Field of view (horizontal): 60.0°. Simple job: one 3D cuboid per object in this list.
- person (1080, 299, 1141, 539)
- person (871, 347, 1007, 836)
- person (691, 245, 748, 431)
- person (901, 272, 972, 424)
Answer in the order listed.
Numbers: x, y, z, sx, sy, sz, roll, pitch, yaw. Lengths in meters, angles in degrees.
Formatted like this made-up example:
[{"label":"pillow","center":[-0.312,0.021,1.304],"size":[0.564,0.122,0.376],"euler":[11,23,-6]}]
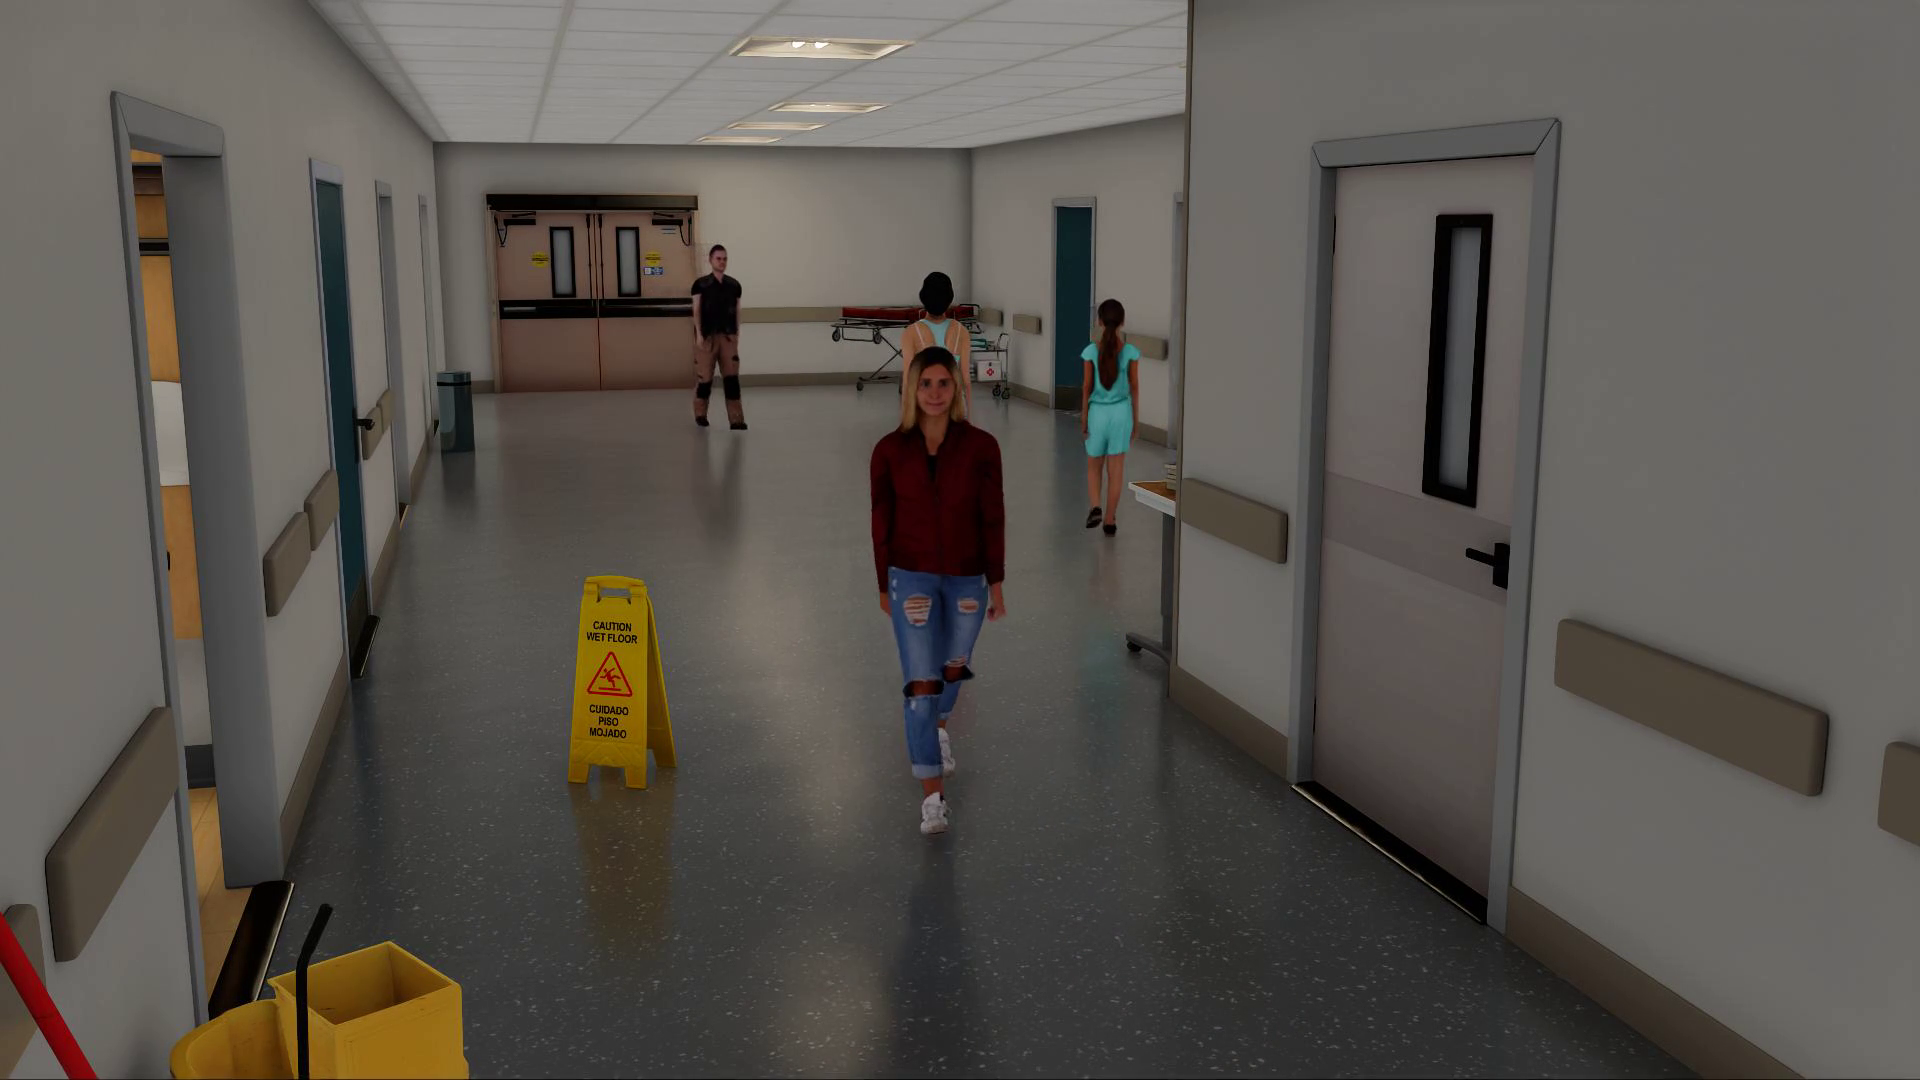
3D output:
[{"label":"person","center":[0.976,-0.779,10.817],"size":[0.647,1.551,0.696],"euler":[2,11,9]},{"label":"person","center":[-0.077,0.153,5.790],"size":[0.697,1.592,1.138],"euler":[-1,11,-8]},{"label":"person","center":[-2.451,-1.977,16.476],"size":[0.786,1.794,1.208],"euler":[-4,12,-22]},{"label":"person","center":[-0.136,-0.672,9.679],"size":[0.601,1.765,0.573],"euler":[-2,11,-12]}]
